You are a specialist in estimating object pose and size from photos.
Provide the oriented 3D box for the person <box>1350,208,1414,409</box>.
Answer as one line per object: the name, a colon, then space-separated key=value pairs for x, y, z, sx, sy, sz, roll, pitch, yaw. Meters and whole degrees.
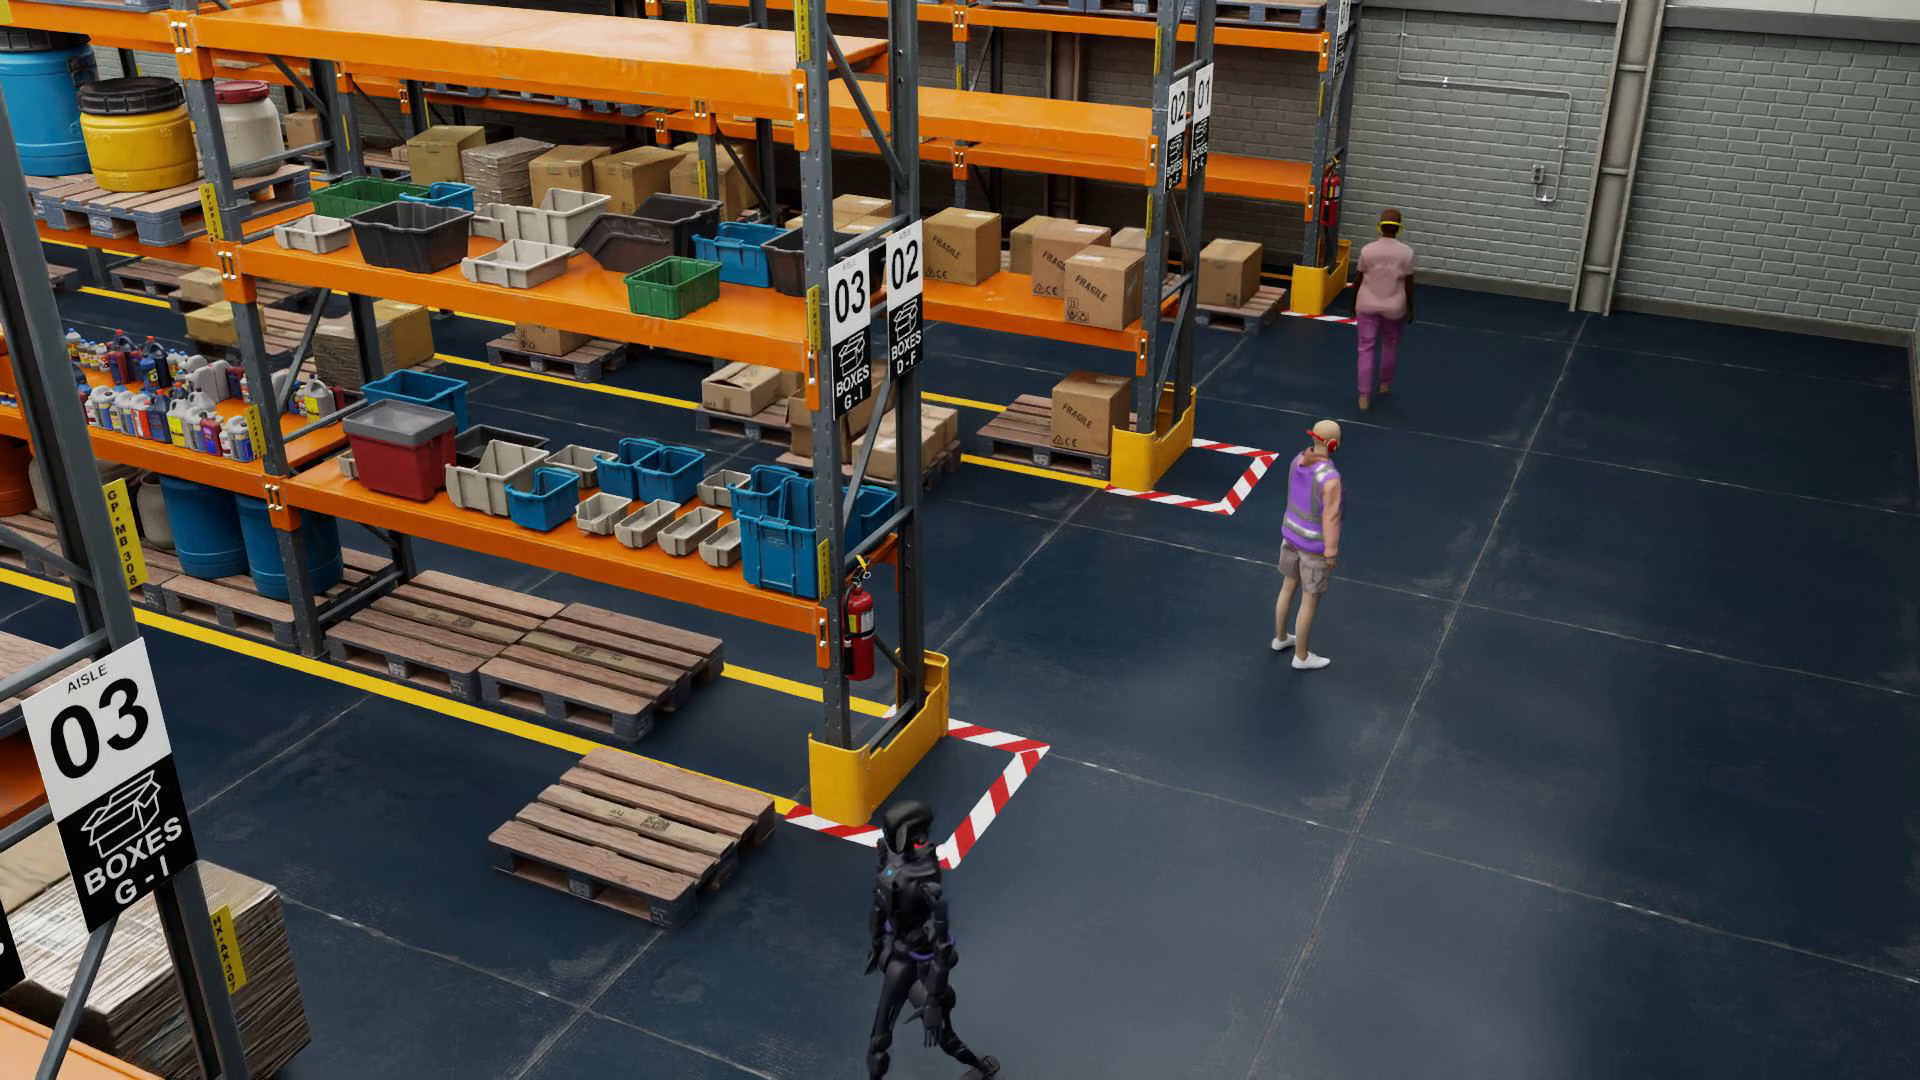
person: x=3.776 y=-2.106 z=14.858 sx=0.564 sy=1.770 sz=0.780 roll=7 pitch=27 yaw=13

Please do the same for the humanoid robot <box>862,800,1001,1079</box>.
humanoid robot: x=-0.172 y=1.816 z=7.110 sx=0.788 sy=1.639 sz=0.600 roll=-16 pitch=31 yaw=-29

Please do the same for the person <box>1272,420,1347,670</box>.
person: x=2.240 y=0.023 z=10.656 sx=0.349 sy=1.689 sz=0.488 roll=-11 pitch=28 yaw=-20
